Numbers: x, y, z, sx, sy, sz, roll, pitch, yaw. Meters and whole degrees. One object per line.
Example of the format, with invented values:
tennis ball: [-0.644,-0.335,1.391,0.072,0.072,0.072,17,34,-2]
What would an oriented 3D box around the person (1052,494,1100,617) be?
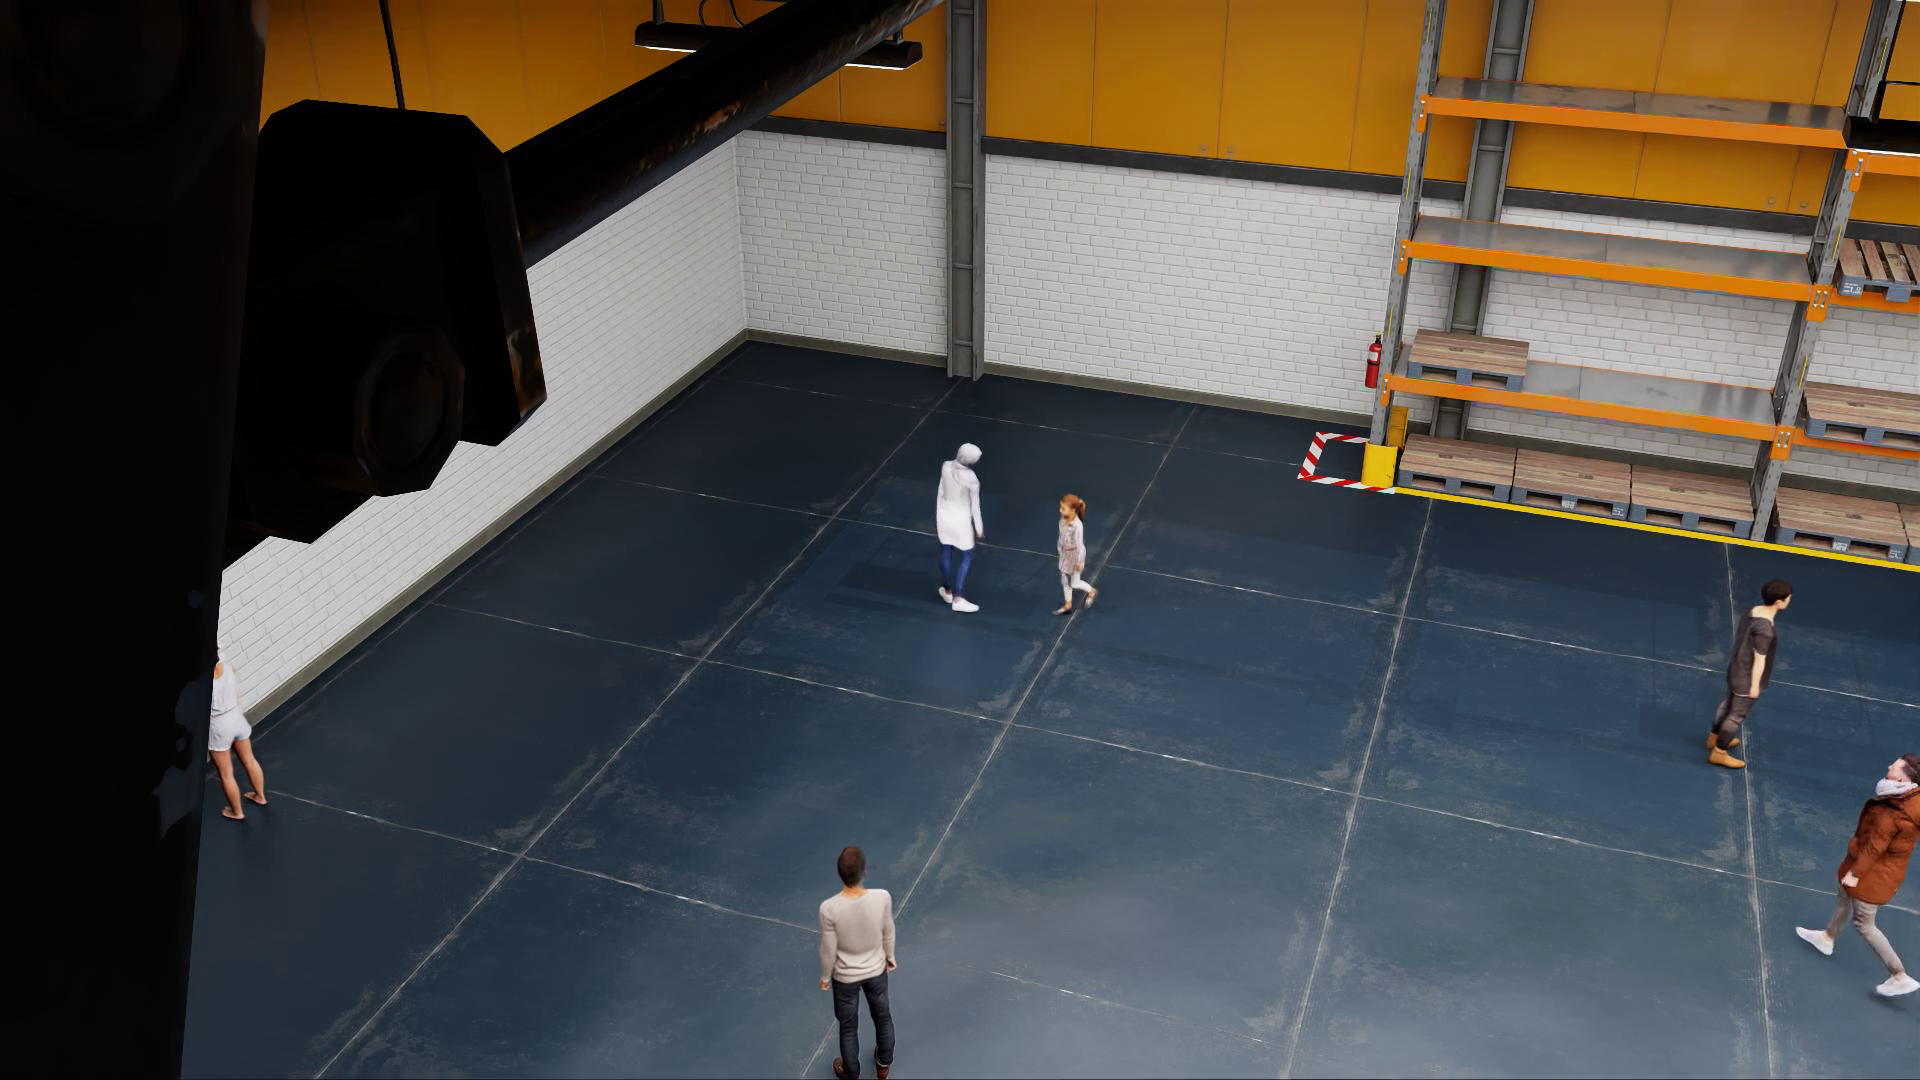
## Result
person: [1.116,0.137,15.824,0.817,1.296,0.765,-11,31,-20]

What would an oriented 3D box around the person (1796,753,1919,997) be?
person: [6.325,2.294,11.329,1.042,1.813,1.229,-23,36,-36]

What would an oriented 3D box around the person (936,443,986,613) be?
person: [-0.082,-0.165,15.904,0.653,1.749,0.862,11,31,20]

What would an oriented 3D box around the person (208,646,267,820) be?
person: [-5.773,1.468,13.054,0.516,1.612,0.559,12,31,20]

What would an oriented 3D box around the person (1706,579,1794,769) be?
person: [6.463,1.075,13.675,0.583,1.708,0.651,6,29,11]

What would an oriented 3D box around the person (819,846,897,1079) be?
person: [-0.641,2.716,10.501,0.723,1.865,0.797,-11,30,-19]
